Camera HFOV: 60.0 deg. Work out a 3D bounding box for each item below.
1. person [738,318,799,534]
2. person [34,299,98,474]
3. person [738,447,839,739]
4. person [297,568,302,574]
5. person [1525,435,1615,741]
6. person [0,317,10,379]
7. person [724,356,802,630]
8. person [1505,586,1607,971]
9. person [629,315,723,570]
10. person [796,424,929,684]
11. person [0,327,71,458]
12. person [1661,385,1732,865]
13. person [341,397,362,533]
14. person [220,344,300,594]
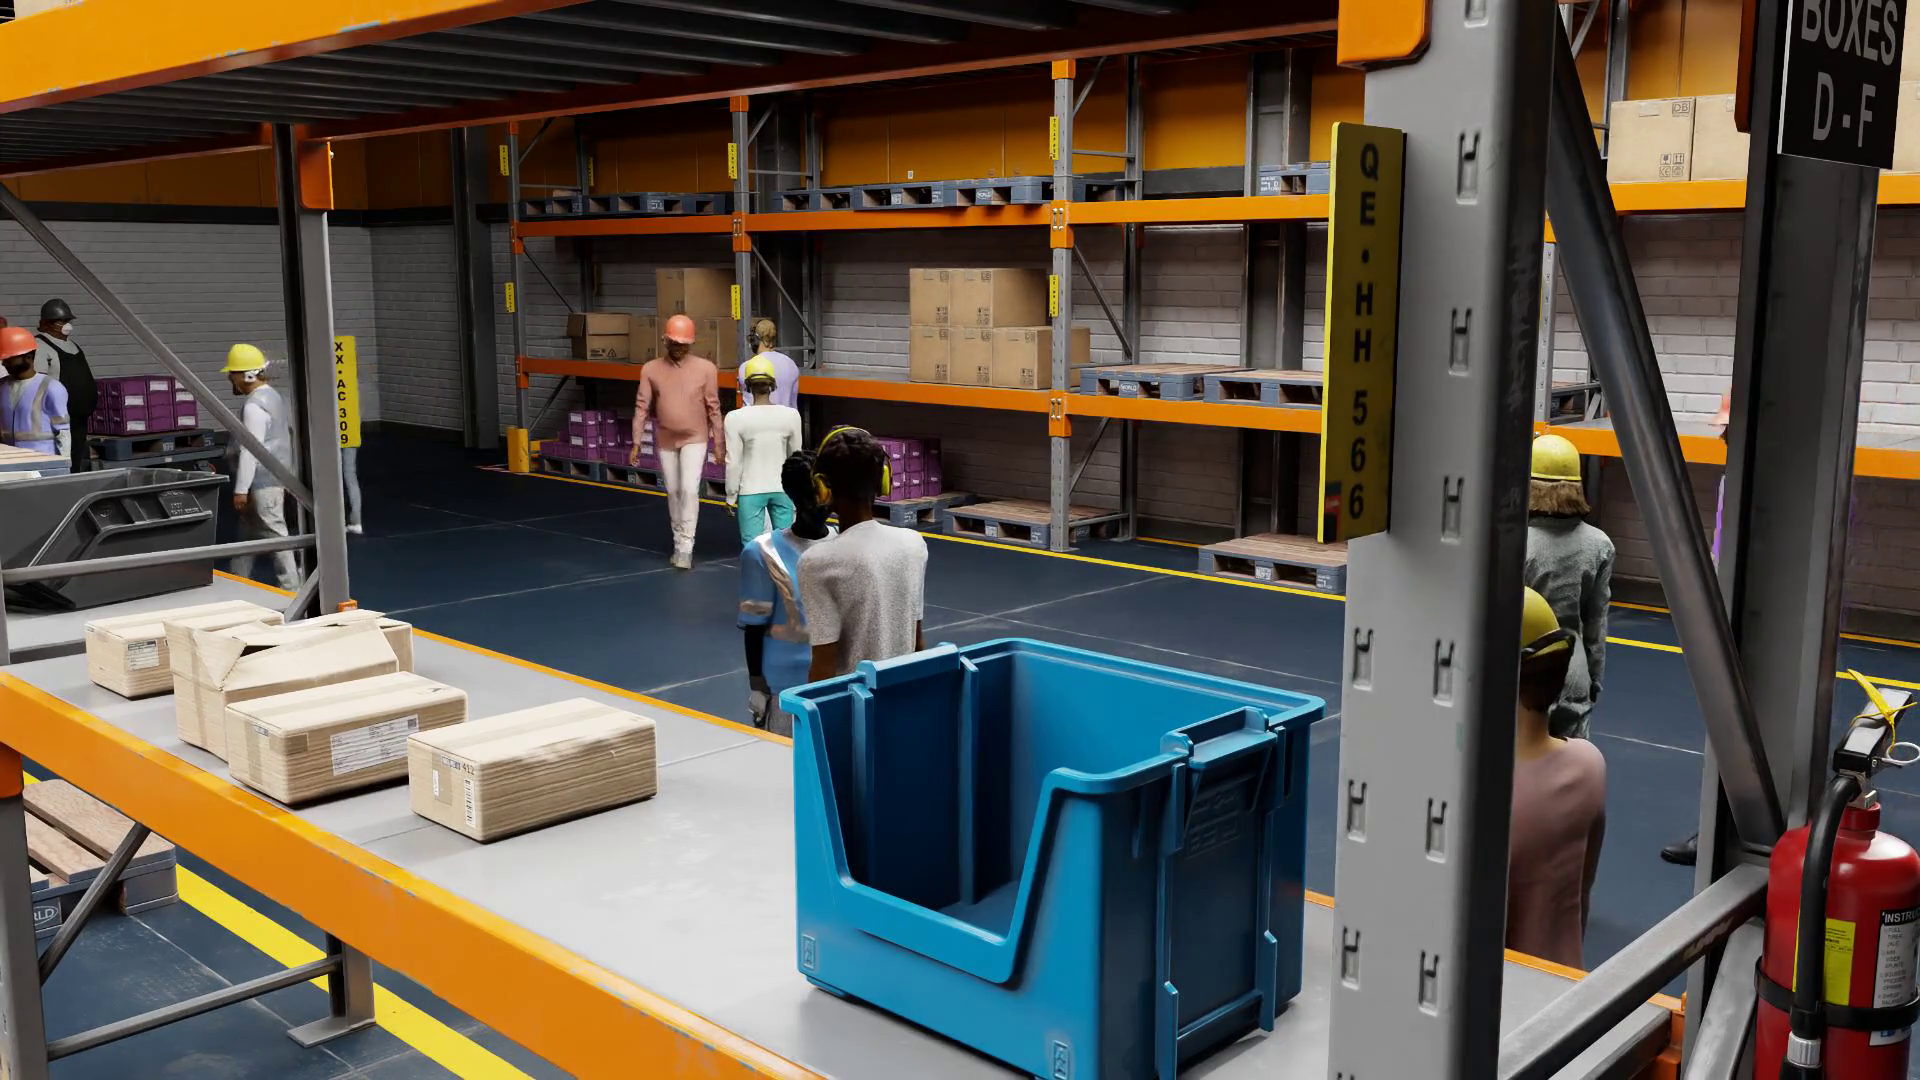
[{"bbox_3d":[-1.497,-0.757,12.969,0.352,1.937,0.635,6,11,33],"label":"person"},{"bbox_3d":[-8.371,-1.238,15.604,0.536,2.000,0.675,0,9,2],"label":"person"},{"bbox_3d":[-0.531,0.513,5.919,0.533,1.697,0.318,-6,11,-31],"label":"person"},{"bbox_3d":[-4.907,-0.705,12.715,0.387,1.917,0.594,-2,10,-13],"label":"person"},{"bbox_3d":[2.035,0.499,5.860,0.494,1.743,0.306,-3,10,-16],"label":"person"},{"bbox_3d":[-8.905,-1.135,15.452,0.358,1.883,0.572,2,9,9],"label":"person"},{"bbox_3d":[-1.260,-0.292,10.648,0.528,1.765,0.327,-5,10,-26],"label":"person"},{"bbox_3d":[1.002,0.939,3.125,0.327,1.760,0.523,9,13,43],"label":"person"},{"bbox_3d":[-2.208,-0.742,12.792,0.696,1.953,0.843,1,9,4],"label":"person"},{"bbox_3d":[-0.301,0.594,4.916,0.334,1.865,0.517,8,12,40],"label":"person"},{"bbox_3d":[-6.354,-0.491,11.373,0.544,1.927,0.384,2,10,13],"label":"person"},{"bbox_3d":[3.021,0.333,6.333,0.472,1.922,0.566,-1,9,-5],"label":"person"},{"bbox_3d":[-5.527,-0.856,14.583,0.660,1.606,0.524,5,11,29],"label":"person"},{"bbox_3d":[-4.842,-0.407,11.206,0.735,1.805,0.624,-3,10,-16],"label":"person"}]
